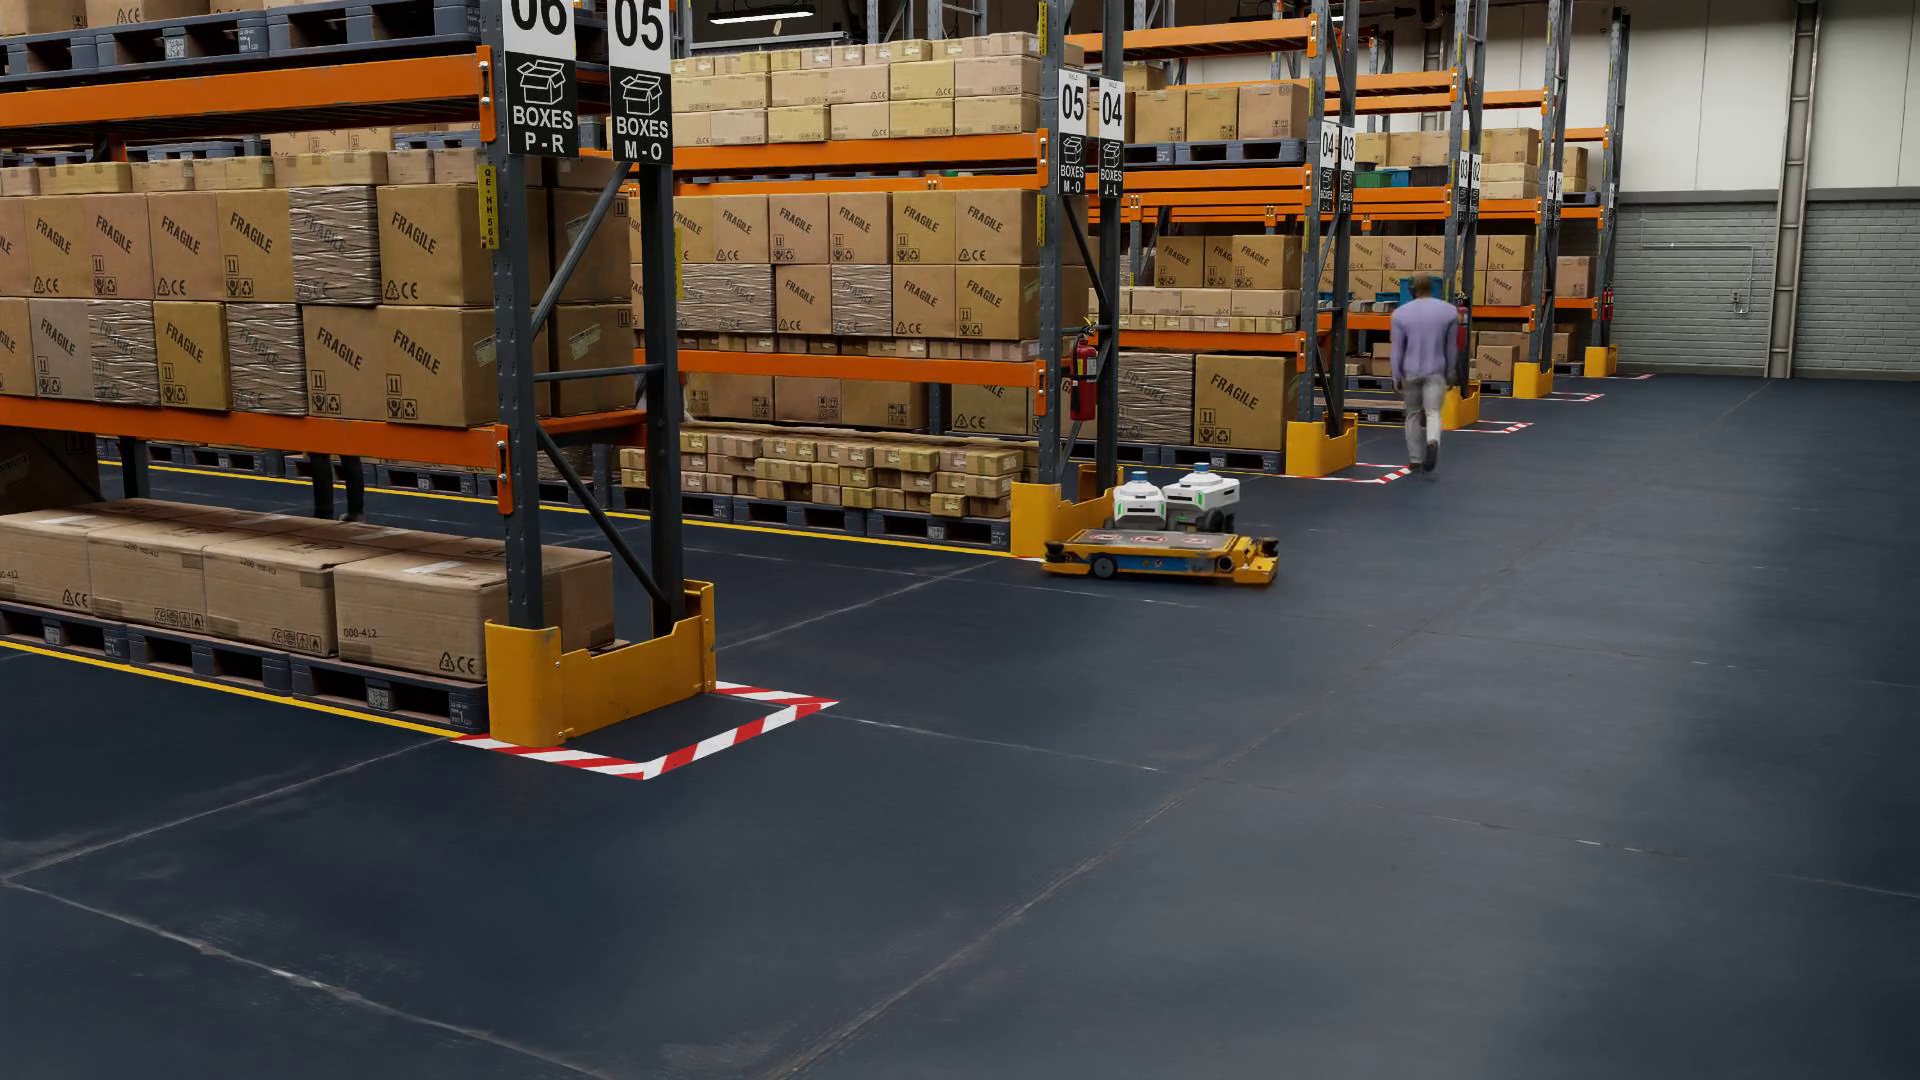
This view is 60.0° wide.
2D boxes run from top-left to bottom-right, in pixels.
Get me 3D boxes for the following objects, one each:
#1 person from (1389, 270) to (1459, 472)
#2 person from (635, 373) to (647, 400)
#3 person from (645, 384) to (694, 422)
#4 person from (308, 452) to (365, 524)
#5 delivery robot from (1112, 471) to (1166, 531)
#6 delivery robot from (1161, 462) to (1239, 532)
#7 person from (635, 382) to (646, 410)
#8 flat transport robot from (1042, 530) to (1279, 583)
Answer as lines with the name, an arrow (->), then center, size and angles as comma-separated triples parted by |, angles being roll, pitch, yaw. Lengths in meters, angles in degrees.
person -> 4.288, -1.536, 15.396 | 0.634, 1.903, 0.770 | 2, 10, 10
person -> -3.411, -1.820, 17.306 | 0.778, 1.808, 0.664 | 6, 11, 30
person -> -2.798, -1.622, 16.099 | 0.917, 1.837, 0.529 | 6, 12, 33
person -> -4.711, -1.058, 12.318 | 0.400, 1.989, 0.623 | 7, 12, 34
delivery robot -> 1.222, -0.227, 11.380 | 0.477, 0.478, 0.707 | 1, 10, 3
delivery robot -> 1.719, -0.310, 11.871 | 0.477, 0.478, 0.707 | 6, 12, 32
person -> -3.347, -1.933, 17.885 | 0.429, 1.841, 0.634 | 9, 13, 43
flat transport robot -> 1.291, 0.089, 10.639 | 1.431, 0.197, 0.652 | 3, 10, 15
